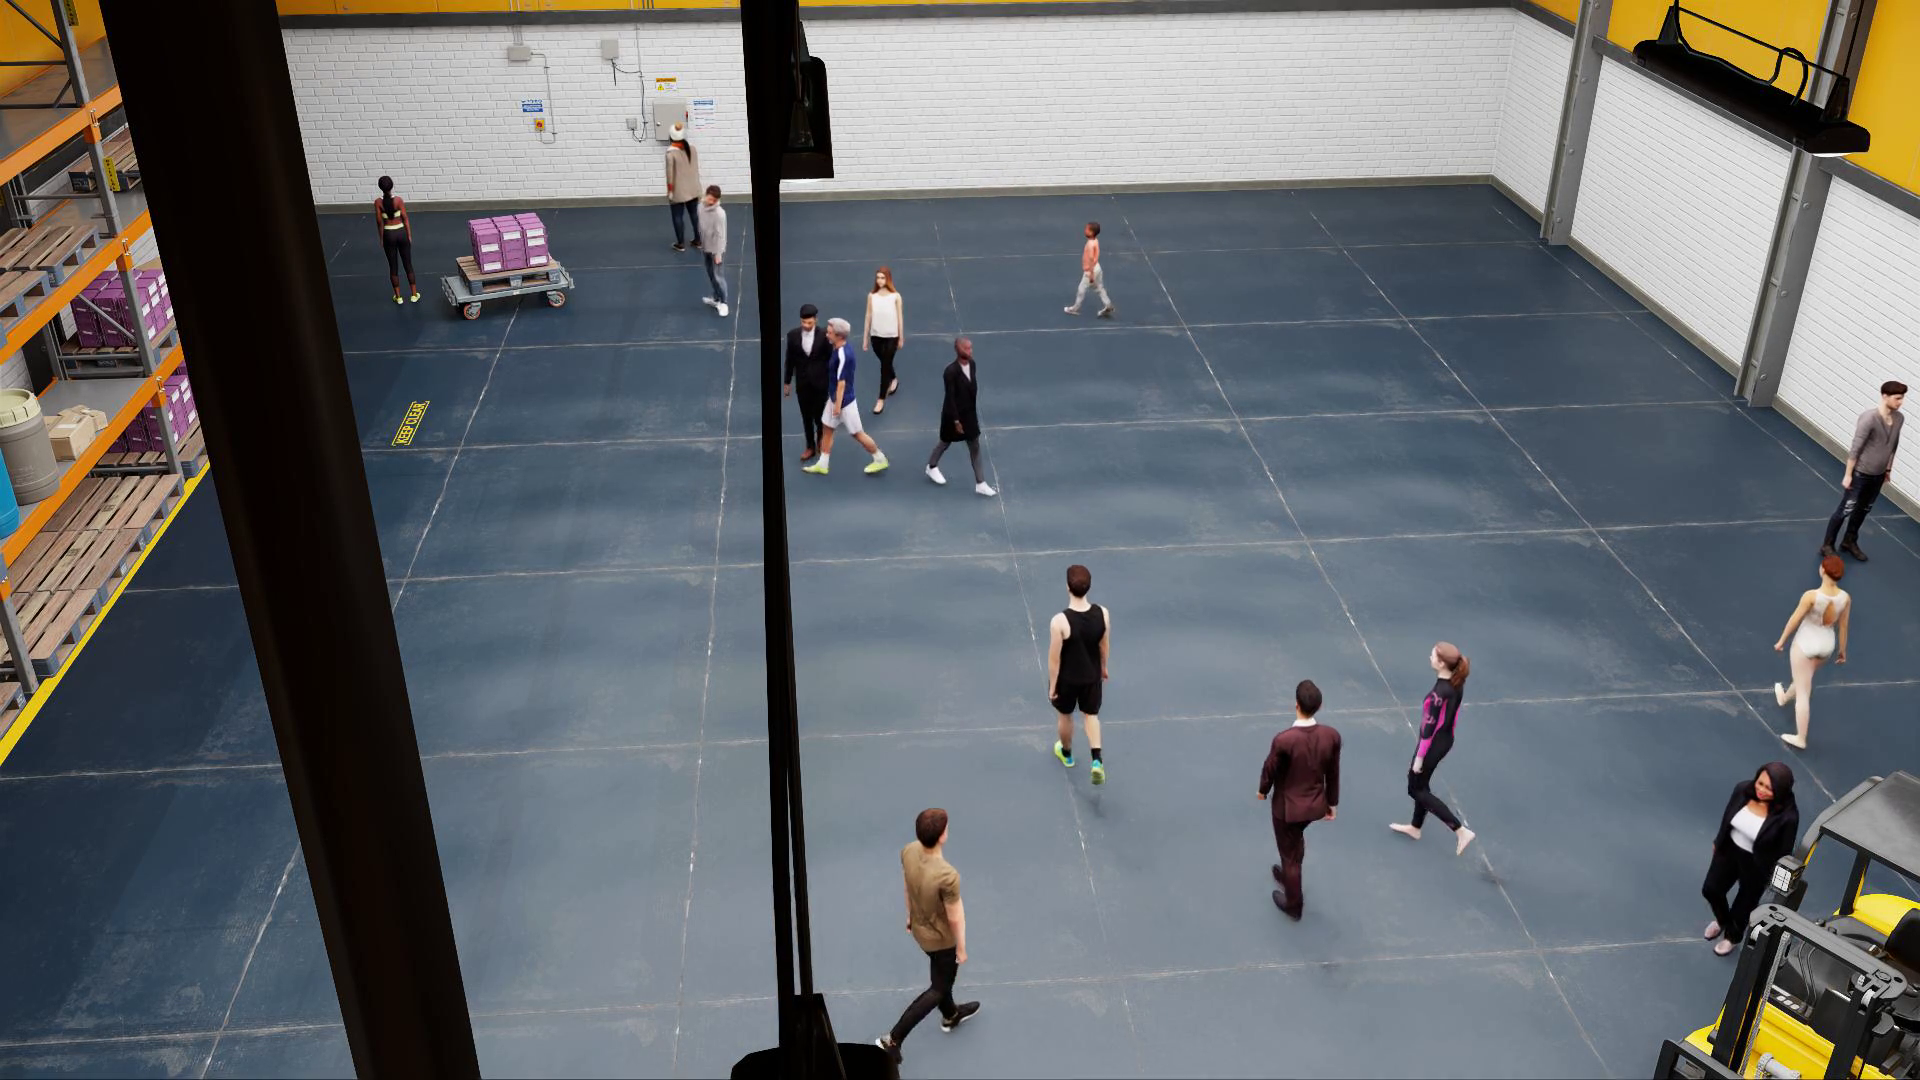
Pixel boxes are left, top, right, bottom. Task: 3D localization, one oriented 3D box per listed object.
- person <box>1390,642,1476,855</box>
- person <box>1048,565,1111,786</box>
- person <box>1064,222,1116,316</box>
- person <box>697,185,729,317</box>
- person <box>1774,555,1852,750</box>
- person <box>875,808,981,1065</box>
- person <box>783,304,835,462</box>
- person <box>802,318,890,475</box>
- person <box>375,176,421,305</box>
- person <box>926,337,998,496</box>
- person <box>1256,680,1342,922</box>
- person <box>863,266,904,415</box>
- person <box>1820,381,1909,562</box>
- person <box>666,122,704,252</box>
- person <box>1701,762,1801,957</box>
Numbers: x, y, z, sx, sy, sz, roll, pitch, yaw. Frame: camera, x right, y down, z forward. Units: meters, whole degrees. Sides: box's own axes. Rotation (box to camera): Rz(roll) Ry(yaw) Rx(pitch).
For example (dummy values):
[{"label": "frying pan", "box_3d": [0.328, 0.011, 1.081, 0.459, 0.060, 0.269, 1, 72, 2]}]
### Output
[{"label": "person", "box_3d": [3.558, 1.569, 12.230, 0.981, 1.726, 0.929, 19, 34, 30]}, {"label": "person", "box_3d": [0.956, 1.085, 12.958, 0.811, 1.877, 1.077, -8, 30, -15]}, {"label": "person", "box_3d": [1.825, -3.585, 22.135, 0.800, 1.289, 0.910, 9, 30, 16]}, {"label": "person", "box_3d": [-3.278, -3.893, 22.148, 0.972, 1.818, 0.854, -18, 33, -29]}, {"label": "person", "box_3d": [6.968, 0.943, 13.510, 0.655, 1.600, 1.026, -3, 29, -5]}, {"label": "person", "box_3d": [-0.212, 2.499, 10.417, 1.103, 1.830, 1.164, -21, 35, -33]}, {"label": "person", "box_3d": [-1.567, -1.751, 18.172, 0.920, 1.864, 0.891, 10, 30, 17]}, {"label": "person", "box_3d": [-1.164, -1.490, 17.759, 0.778, 1.802, 1.126, -5, 29, -10]}, {"label": "person", "box_3d": [-7.646, -4.072, 22.542, 0.610, 1.755, 0.595, -10, 30, -18]}, {"label": "person", "box_3d": [-0.085, -1.323, 17.538, 1.100, 1.719, 1.226, -25, 37, -38]}, {"label": "person", "box_3d": [2.385, 1.877, 11.545, 0.793, 1.841, 0.890, -10, 30, -17]}, {"label": "person", "box_3d": [-0.866, -2.401, 19.555, 0.906, 1.680, 1.193, 9, 30, 16]}, {"label": "person", "box_3d": [8.803, -0.675, 16.165, 0.720, 1.898, 0.622, -8, 30, -15]}, {"label": "person", "box_3d": [-4.061, -5.214, 24.502, 0.830, 1.882, 0.869, -22, 36, -35]}, {"label": "person", "box_3d": [5.413, 2.132, 11.321, 0.844, 1.607, 0.756, -21, 35, -34]}]
